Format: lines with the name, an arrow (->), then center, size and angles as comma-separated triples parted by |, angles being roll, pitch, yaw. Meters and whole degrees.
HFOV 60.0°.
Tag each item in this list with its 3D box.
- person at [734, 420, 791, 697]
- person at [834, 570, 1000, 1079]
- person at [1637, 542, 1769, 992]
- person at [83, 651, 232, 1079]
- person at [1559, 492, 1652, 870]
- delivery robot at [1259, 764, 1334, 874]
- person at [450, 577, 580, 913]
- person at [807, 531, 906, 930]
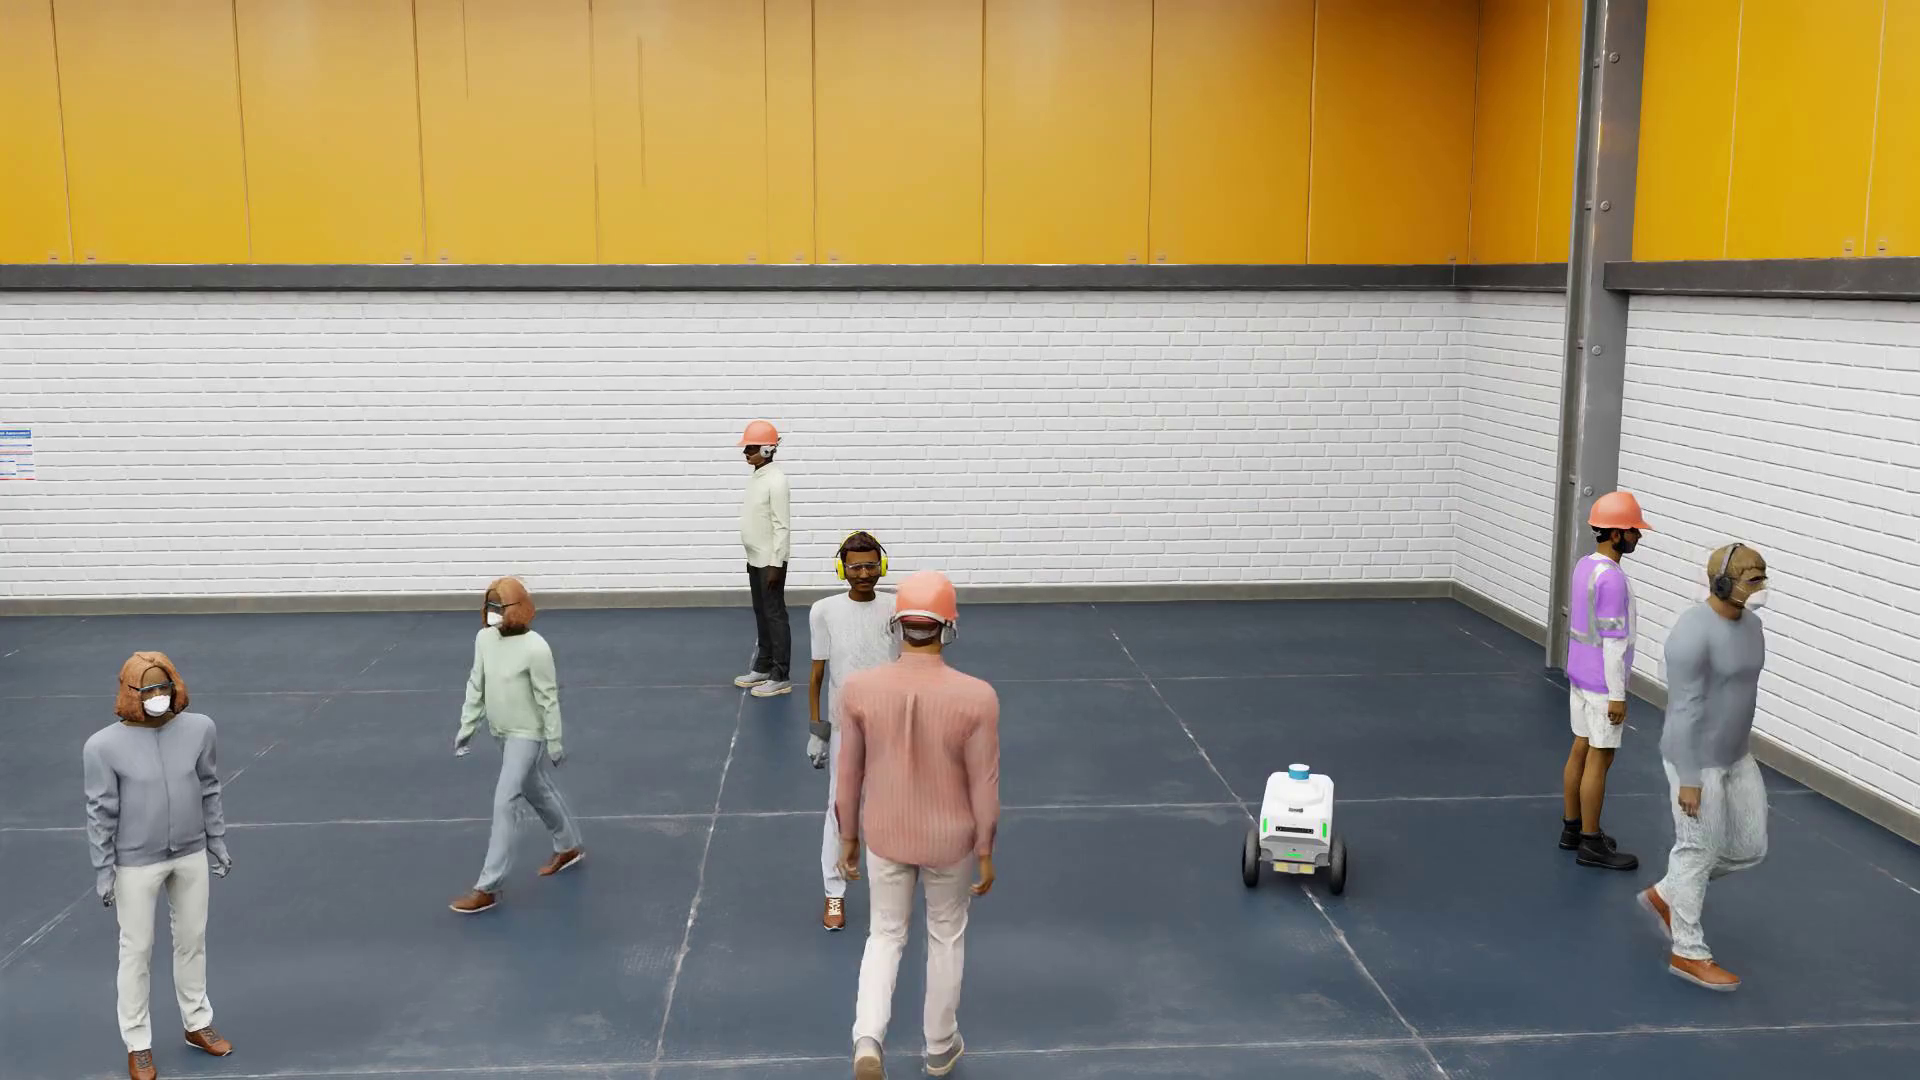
person -> -1.417, 0.128, 12.058 | 0.375, 1.994, 0.608 | -4, 10, -26
person -> -0.171, 1.098, 6.058 | 0.629, 1.967, 0.796 | 2, 9, 12
person -> 3.193, 0.953, 7.110 | 0.640, 1.928, 0.476 | -6, 11, -35
person -> -3.037, 1.220, 6.331 | 0.276, 1.633, 0.507 | 7, 12, 39
person -> 3.322, 0.713, 8.565 | 0.358, 1.938, 0.542 | 0, 9, 3
delivery robot -> 1.706, 1.377, 8.404 | 0.477, 0.478, 0.707 | 3, 10, 14
person -> -2.180, 0.956, 8.139 | 0.500, 1.586, 0.871 | 7, 12, 39
person -> -0.451, 0.876, 7.752 | 0.533, 1.869, 0.311 | -3, 10, -18
